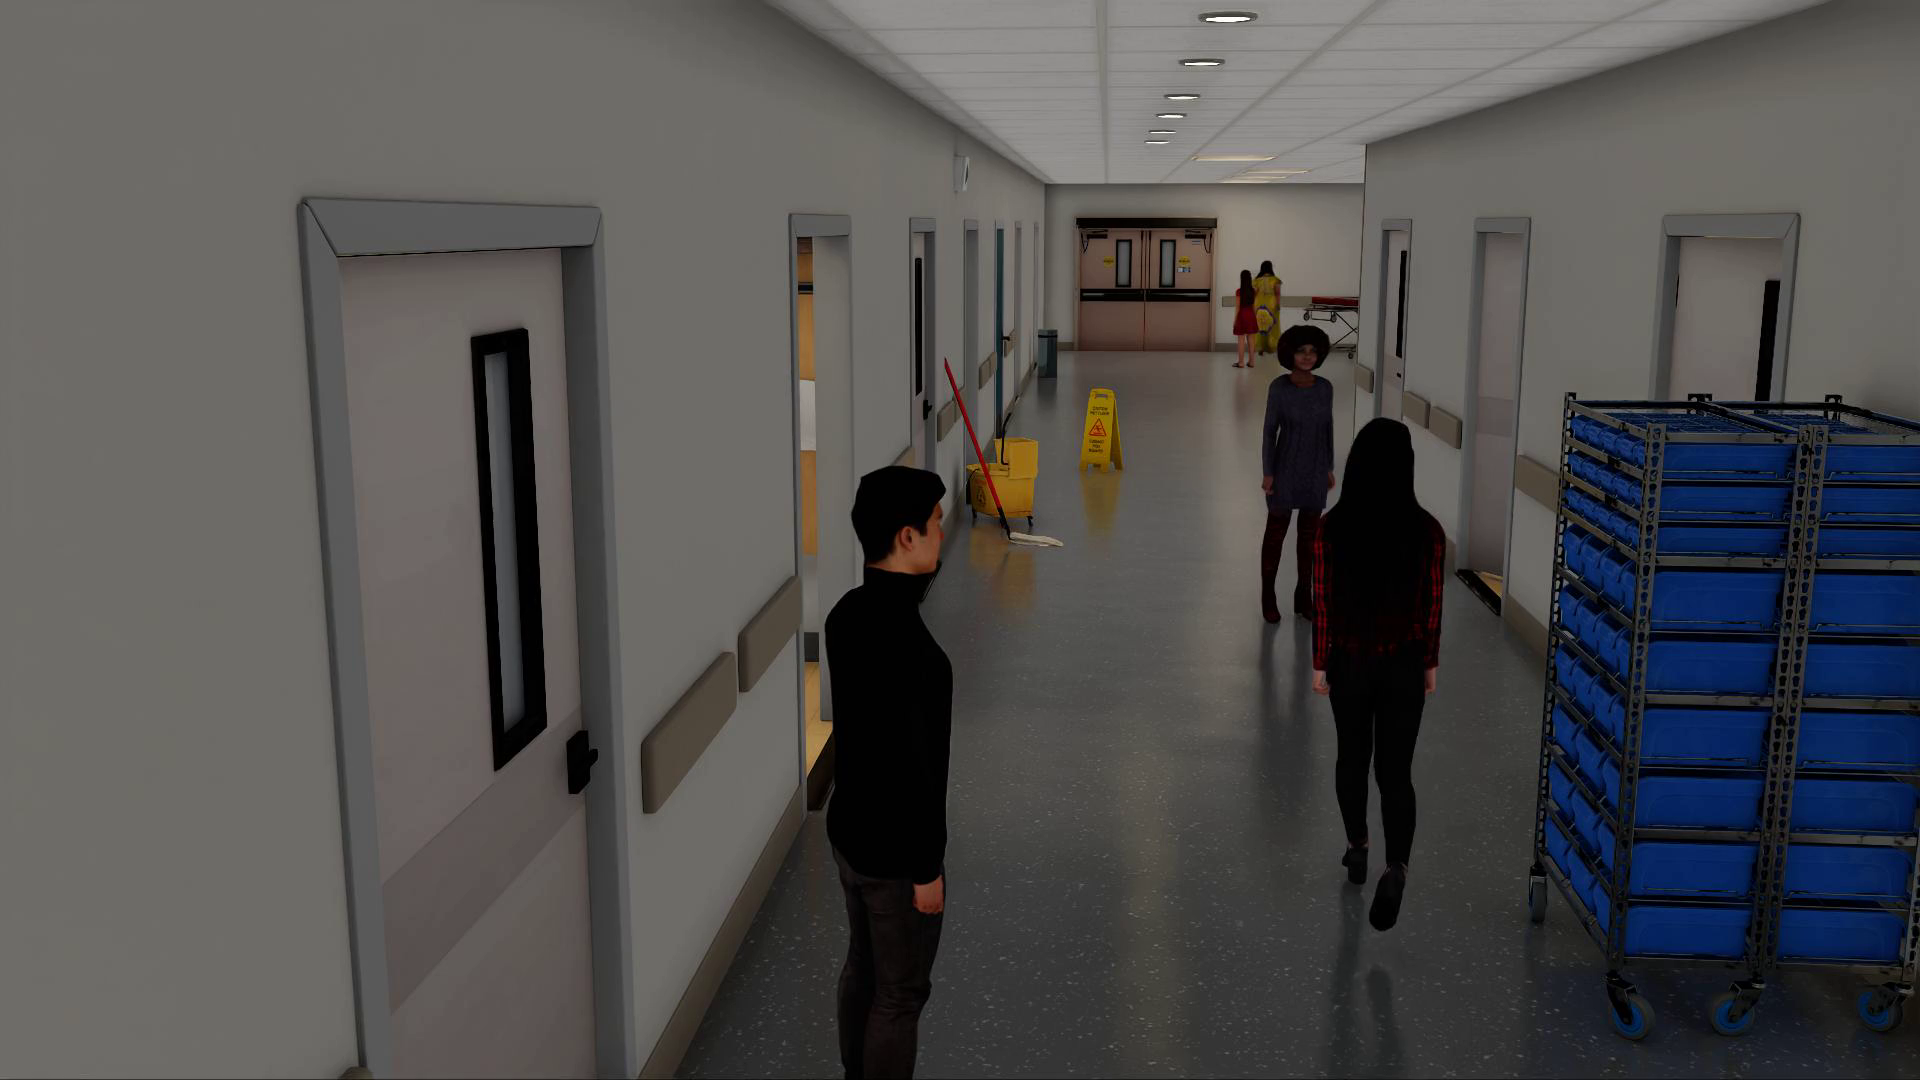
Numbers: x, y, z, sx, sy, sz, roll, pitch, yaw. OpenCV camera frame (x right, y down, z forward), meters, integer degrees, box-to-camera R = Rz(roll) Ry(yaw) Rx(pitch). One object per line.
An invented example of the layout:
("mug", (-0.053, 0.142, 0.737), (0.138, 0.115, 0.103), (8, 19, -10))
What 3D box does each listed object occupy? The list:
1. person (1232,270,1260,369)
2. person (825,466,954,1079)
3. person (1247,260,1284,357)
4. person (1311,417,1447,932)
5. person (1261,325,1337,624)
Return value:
("person", (4.581, -3.556, 26.707), (0.663, 1.552, 0.721), (-5, 12, -23))
("person", (-0.171, 0.676, 3.969), (0.777, 1.723, 0.634), (-4, 11, -20))
("person", (5.338, -4.044, 29.041), (0.801, 1.650, 1.053), (2, 11, 10))
("person", (1.366, 0.455, 5.394), (0.600, 1.625, 1.031), (1, 11, 7))
("person", (1.946, -0.383, 9.588), (0.644, 1.708, 0.597), (-2, 11, -10))
